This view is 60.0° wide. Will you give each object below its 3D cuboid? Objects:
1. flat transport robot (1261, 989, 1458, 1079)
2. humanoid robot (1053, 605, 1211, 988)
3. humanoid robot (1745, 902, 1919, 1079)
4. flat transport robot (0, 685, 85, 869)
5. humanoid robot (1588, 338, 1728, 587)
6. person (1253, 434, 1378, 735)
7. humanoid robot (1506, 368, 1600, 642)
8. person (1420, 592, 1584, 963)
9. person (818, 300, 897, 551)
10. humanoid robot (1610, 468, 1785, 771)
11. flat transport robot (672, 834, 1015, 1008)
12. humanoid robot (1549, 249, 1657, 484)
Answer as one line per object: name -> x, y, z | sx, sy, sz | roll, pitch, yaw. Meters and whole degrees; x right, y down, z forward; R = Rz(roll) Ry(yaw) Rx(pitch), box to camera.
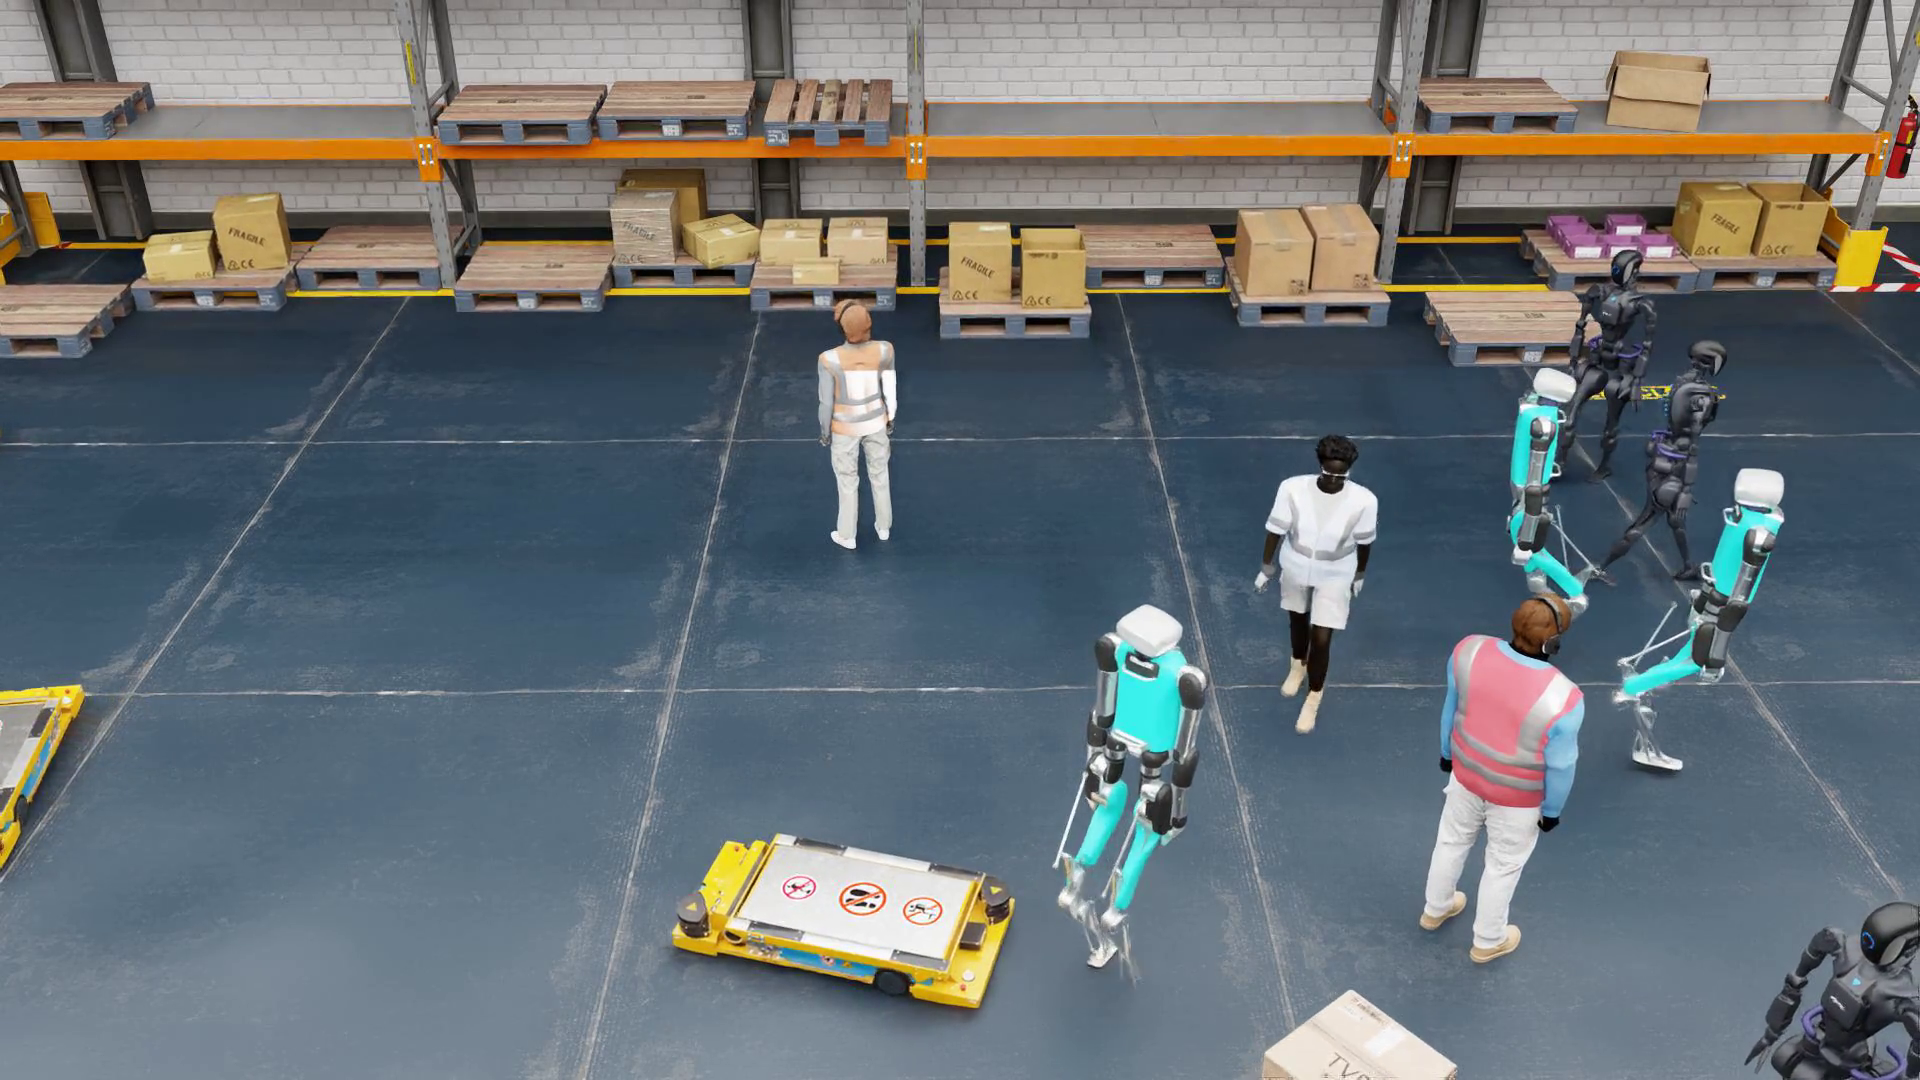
flat transport robot -> 1.516, 2.614, 6.059 | 1.431, 0.231, 0.659 | -23, 38, -33
humanoid robot -> 0.649, 1.192, 7.064 | 0.530, 1.859, 0.684 | 23, 38, 33
humanoid robot -> 3.055, 1.901, 5.877 | 0.482, 1.646, 0.584 | -12, 33, -20
flat transport robot -> -5.010, 1.179, 8.449 | 0.659, 0.231, 1.431 | -5, 31, -8
humanoid robot -> 4.217, -0.430, 9.808 | 0.823, 1.618, 0.597 | 5, 31, 8
person -> 1.833, 0.214, 8.692 | 0.547, 1.672, 0.692 | 14, 34, 22
humanoid robot -> 3.262, -0.041, 9.141 | 0.711, 1.887, 0.561 | 6, 32, 10
person -> 2.348, 1.021, 7.200 | 0.431, 1.837, 0.628 | -24, 38, -34
person -> -0.625, -0.695, 10.237 | 0.521, 1.637, 0.304 | -14, 34, -22
humanoid robot -> 3.542, 0.485, 8.274 | 0.727, 1.888, 0.543 | 9, 32, 14
flat transport robot -> -0.521, 1.705, 7.573 | 1.431, 0.231, 0.659 | 8, 32, 13
humanoid robot -> 4.220, -1.093, 10.870 | 0.560, 1.647, 0.591 | -23, 38, -33
